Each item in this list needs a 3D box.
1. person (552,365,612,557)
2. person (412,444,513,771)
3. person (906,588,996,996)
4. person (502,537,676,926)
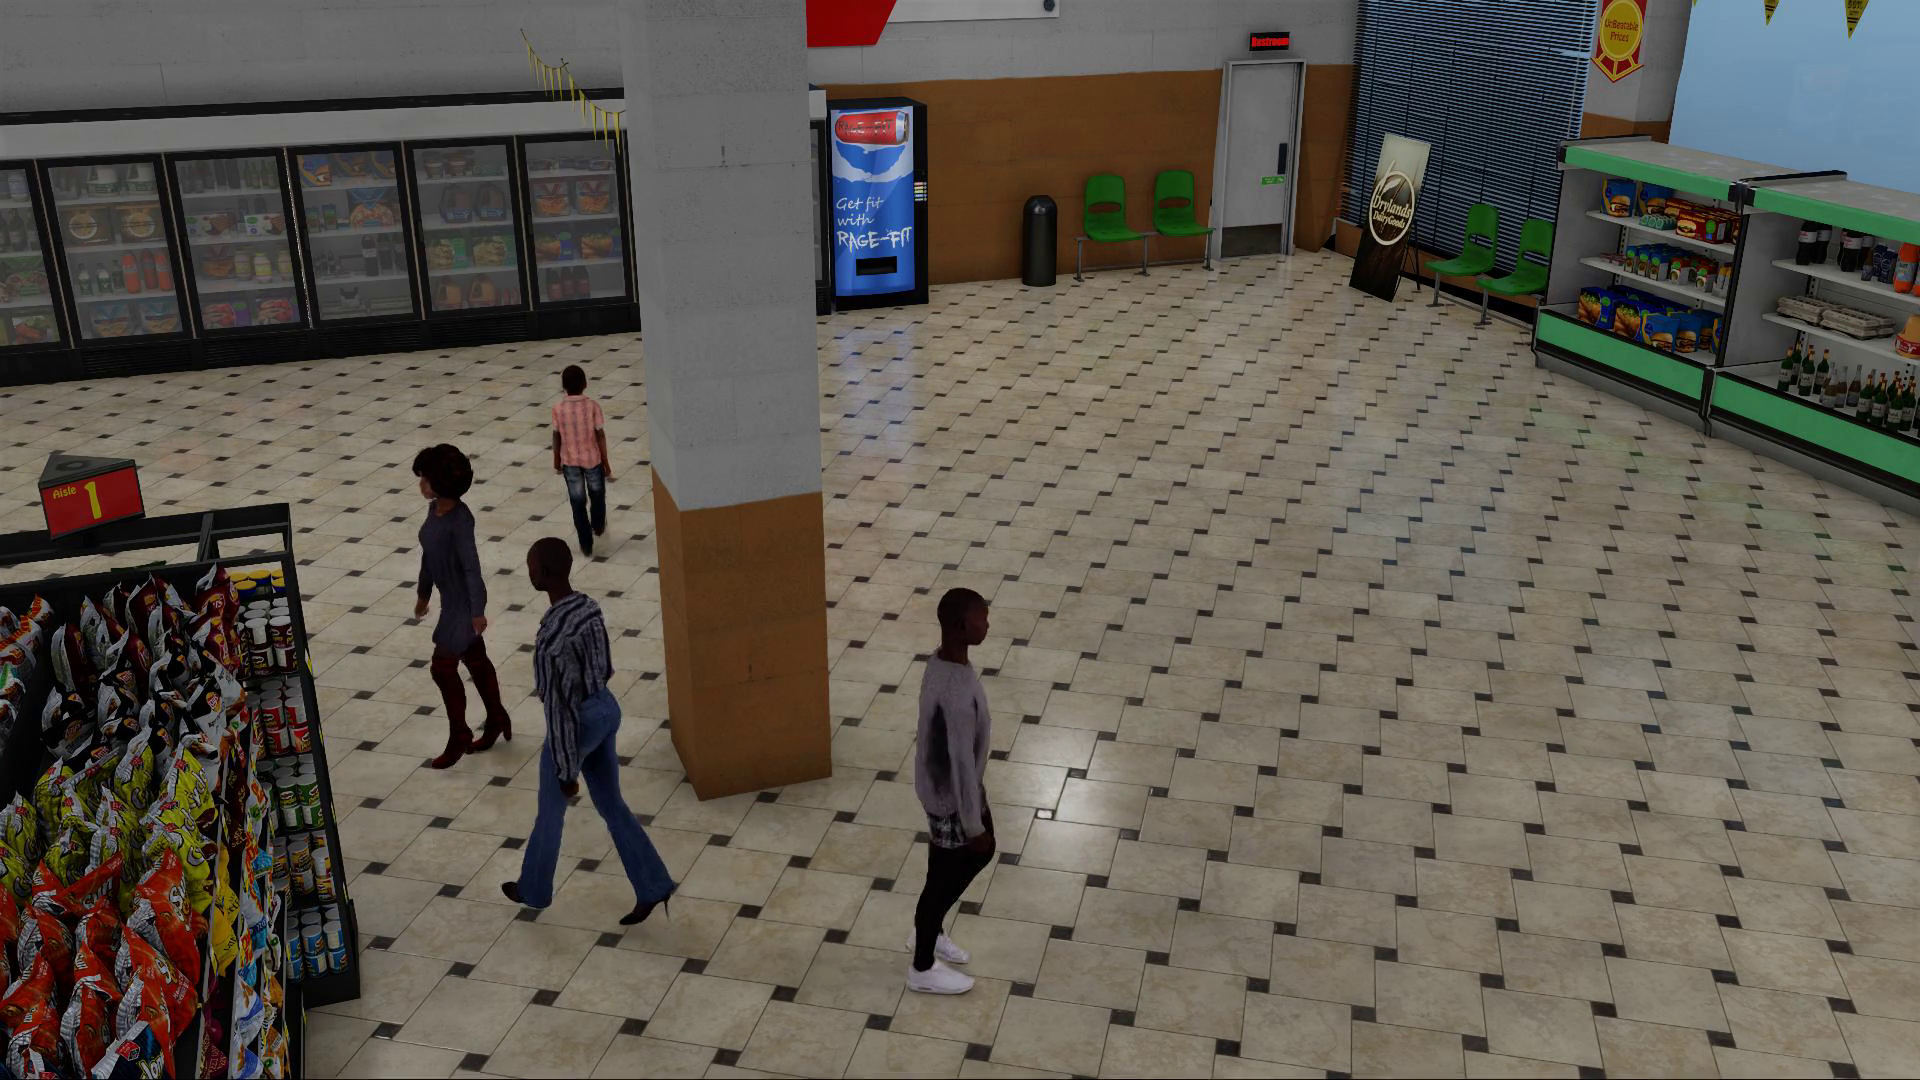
[{"bbox_3d":[-2.537,-0.512,11.137,0.596,1.289,0.807,-4,22,-11],"label":"person"},{"bbox_3d":[-2.478,0.315,8.528,0.713,1.698,0.678,-13,25,-28],"label":"person"},{"bbox_3d":[-0.129,1.021,6.691,0.805,1.758,0.667,2,22,5],"label":"person"},{"bbox_3d":[-1.517,0.870,7.097,1.089,1.736,1.123,1,22,3],"label":"person"}]
